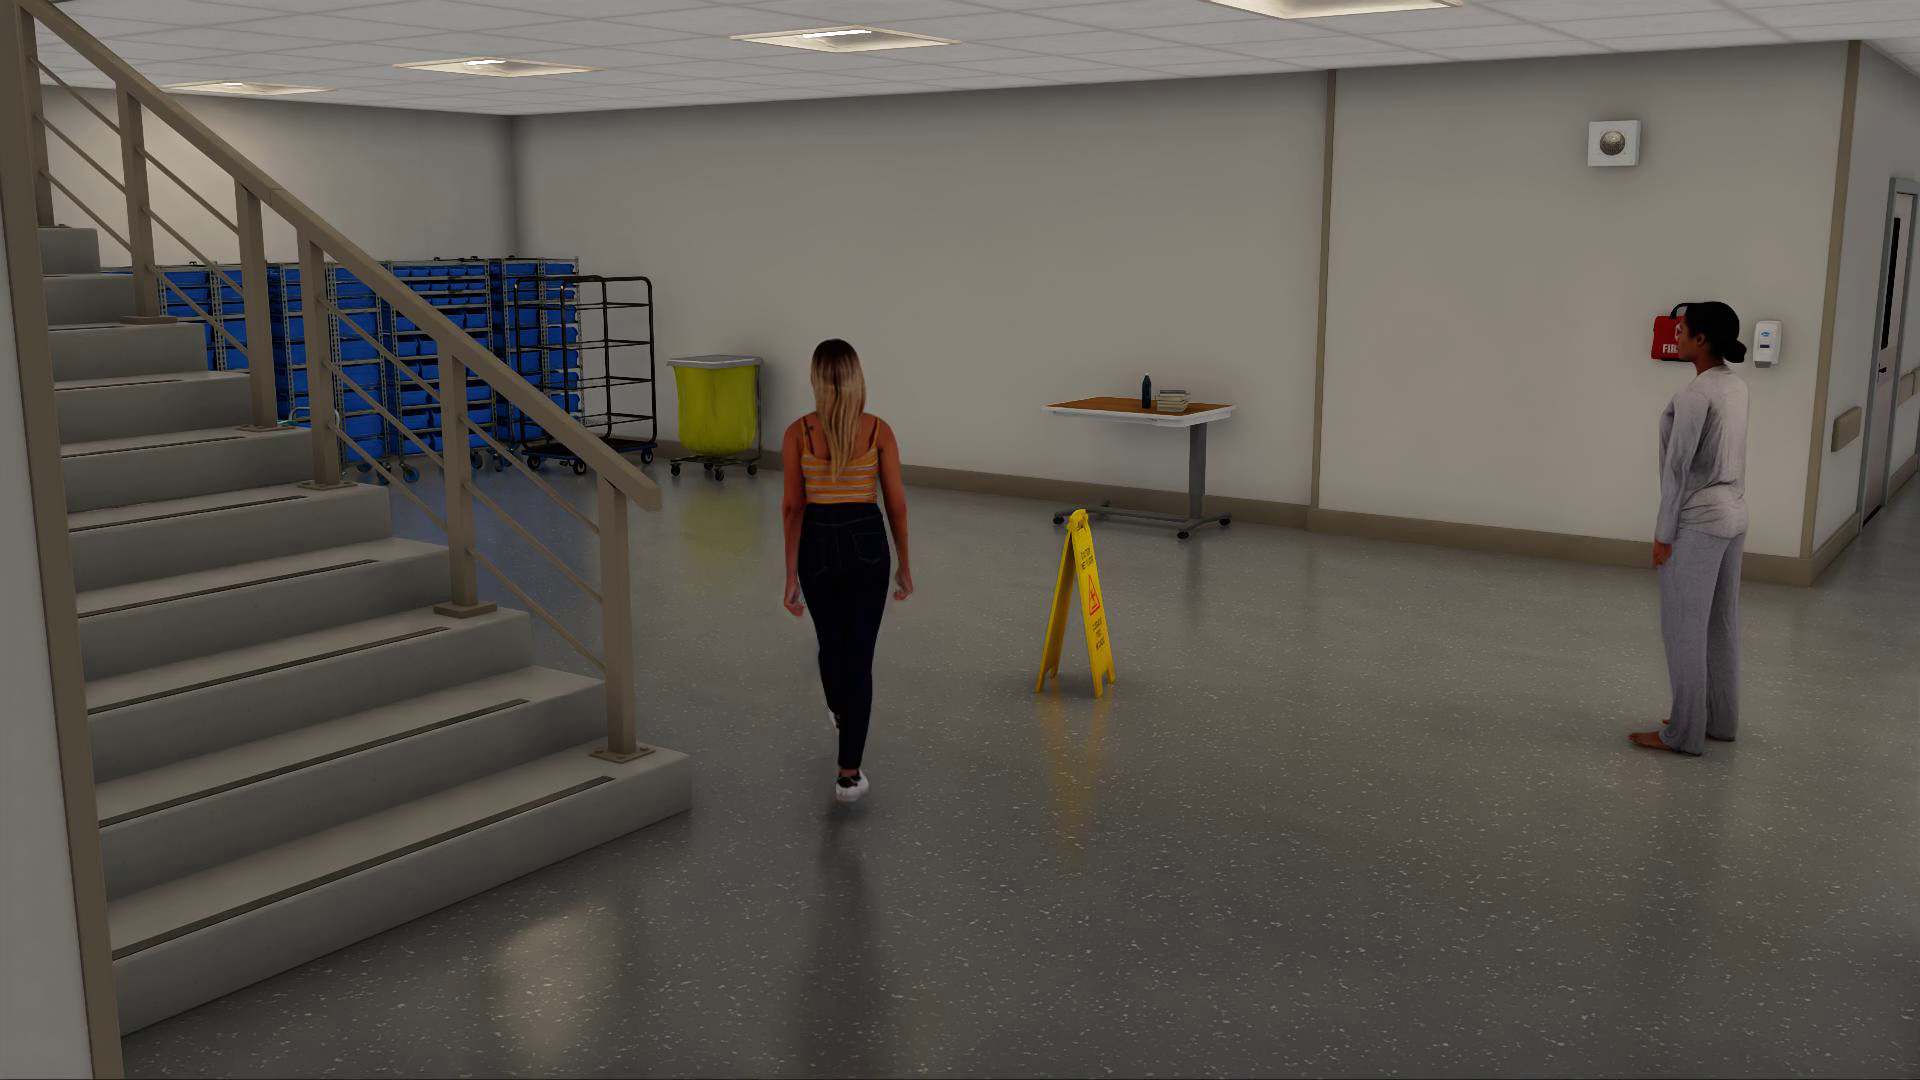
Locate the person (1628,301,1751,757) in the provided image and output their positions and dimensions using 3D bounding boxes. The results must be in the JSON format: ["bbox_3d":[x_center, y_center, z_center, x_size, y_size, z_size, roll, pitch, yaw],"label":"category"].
[{"bbox_3d":[2.882,-0.051,6.438,0.666,1.726,0.609,-10,14,-42],"label":"person"}]

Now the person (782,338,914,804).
[{"bbox_3d":[-0.407,0.141,5.837,1.159,1.573,1.130,0,11,-1],"label":"person"}]
